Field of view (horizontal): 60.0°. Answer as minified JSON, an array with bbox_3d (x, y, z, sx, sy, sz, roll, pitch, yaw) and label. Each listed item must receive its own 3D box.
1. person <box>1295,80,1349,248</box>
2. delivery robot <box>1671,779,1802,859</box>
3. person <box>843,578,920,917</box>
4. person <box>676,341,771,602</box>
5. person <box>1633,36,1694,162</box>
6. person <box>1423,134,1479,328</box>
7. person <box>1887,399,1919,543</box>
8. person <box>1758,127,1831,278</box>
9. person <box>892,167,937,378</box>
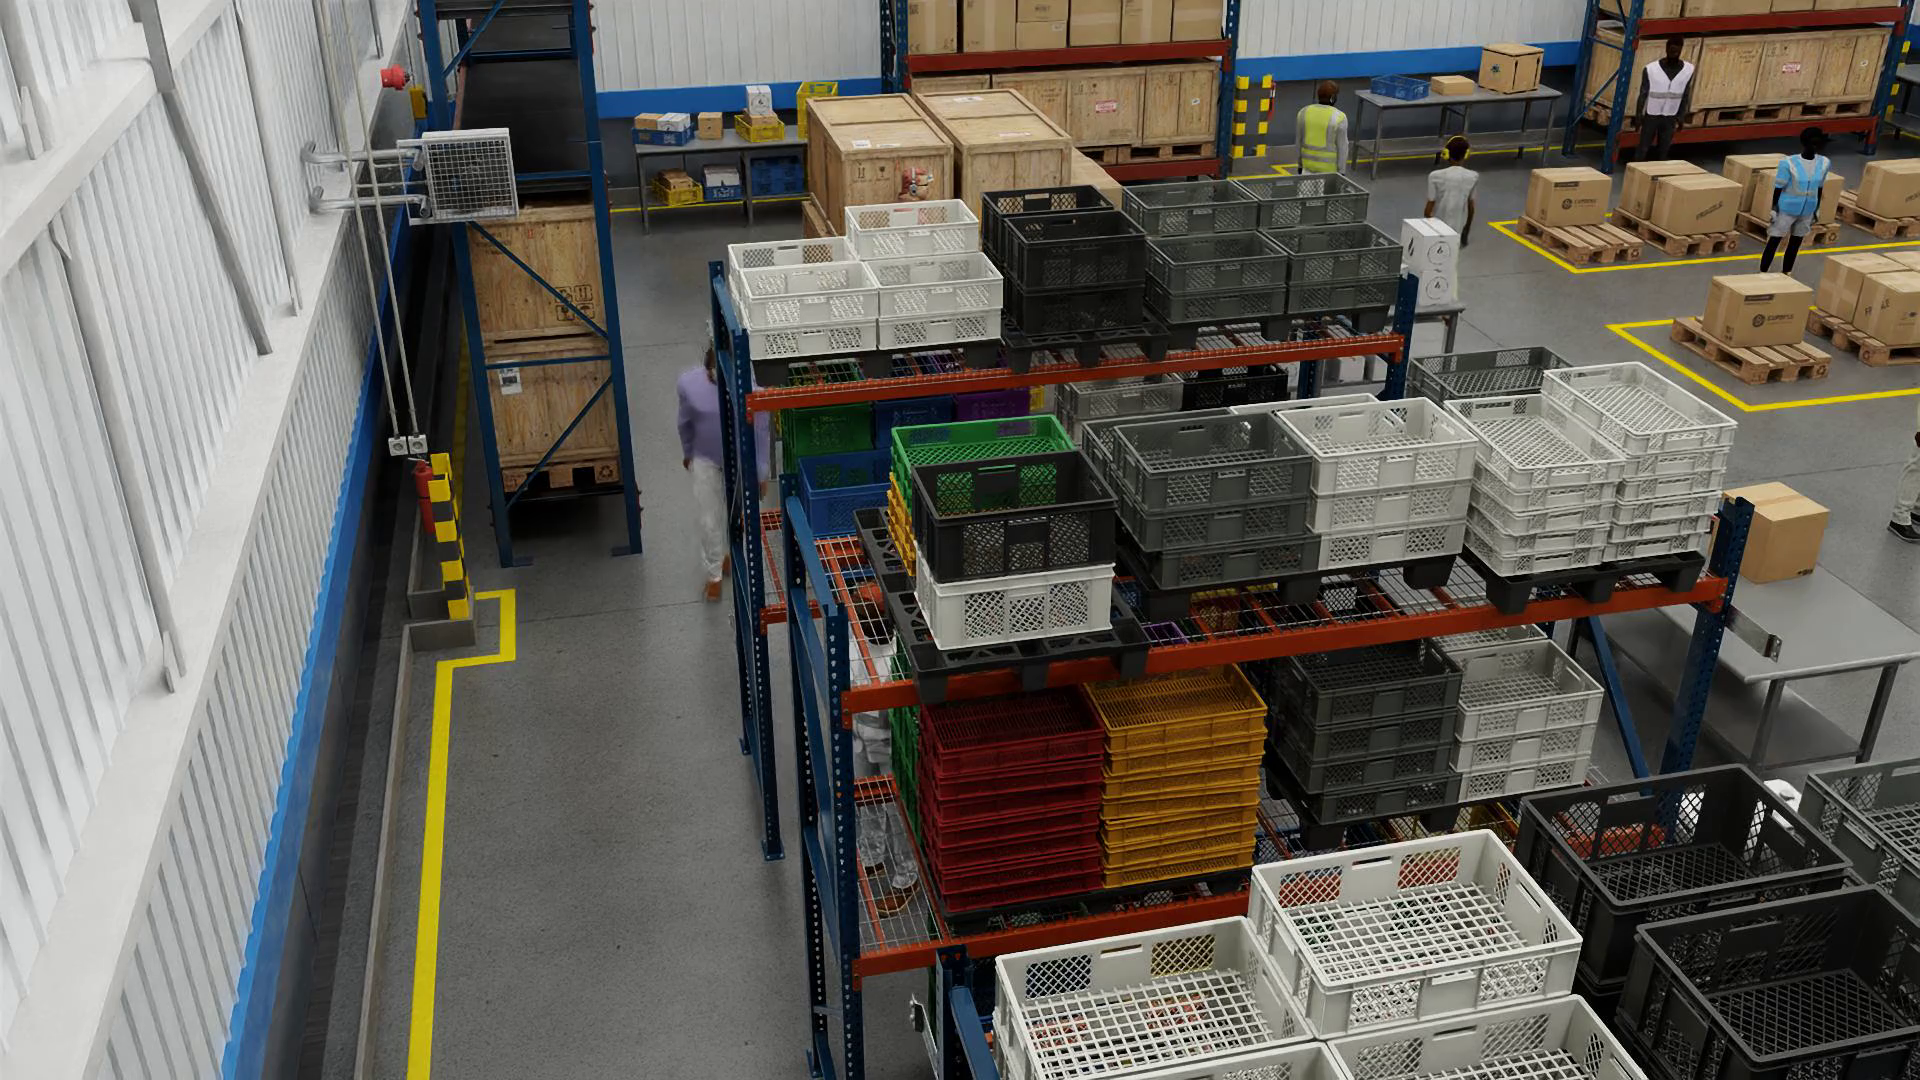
[{"bbox_3d":[3.917,-4.040,18.009,0.626,1.846,0.429,23,35,36],"label":"person"},{"bbox_3d":[4.139,1.476,8.817,0.707,0.478,0.477,-7,29,-12],"label":"delivery robot"},{"bbox_3d":[-0.403,1.028,8.351,0.575,1.883,0.355,25,37,39],"label":"person"},{"bbox_3d":[-1.590,-0.509,11.271,0.647,1.877,0.839,1,28,1],"label":"person"},{"bbox_3d":[8.370,-5.073,19.906,0.583,1.909,0.408,2,28,3],"label":"person"},{"bbox_3d":[4.639,-2.931,15.897,0.506,1.858,0.330,-4,28,-7],"label":"person"},{"bbox_3d":[7.132,-0.875,12.009,0.592,1.837,0.404,-15,31,-26],"label":"person"},{"bbox_3d":[8.446,-3.334,16.823,0.541,1.695,0.316,-2,28,-3],"label":"person"},{"bbox_3d":[-0.396,-2.368,14.768,0.406,1.906,0.654,-7,29,-13],"label":"person"}]
